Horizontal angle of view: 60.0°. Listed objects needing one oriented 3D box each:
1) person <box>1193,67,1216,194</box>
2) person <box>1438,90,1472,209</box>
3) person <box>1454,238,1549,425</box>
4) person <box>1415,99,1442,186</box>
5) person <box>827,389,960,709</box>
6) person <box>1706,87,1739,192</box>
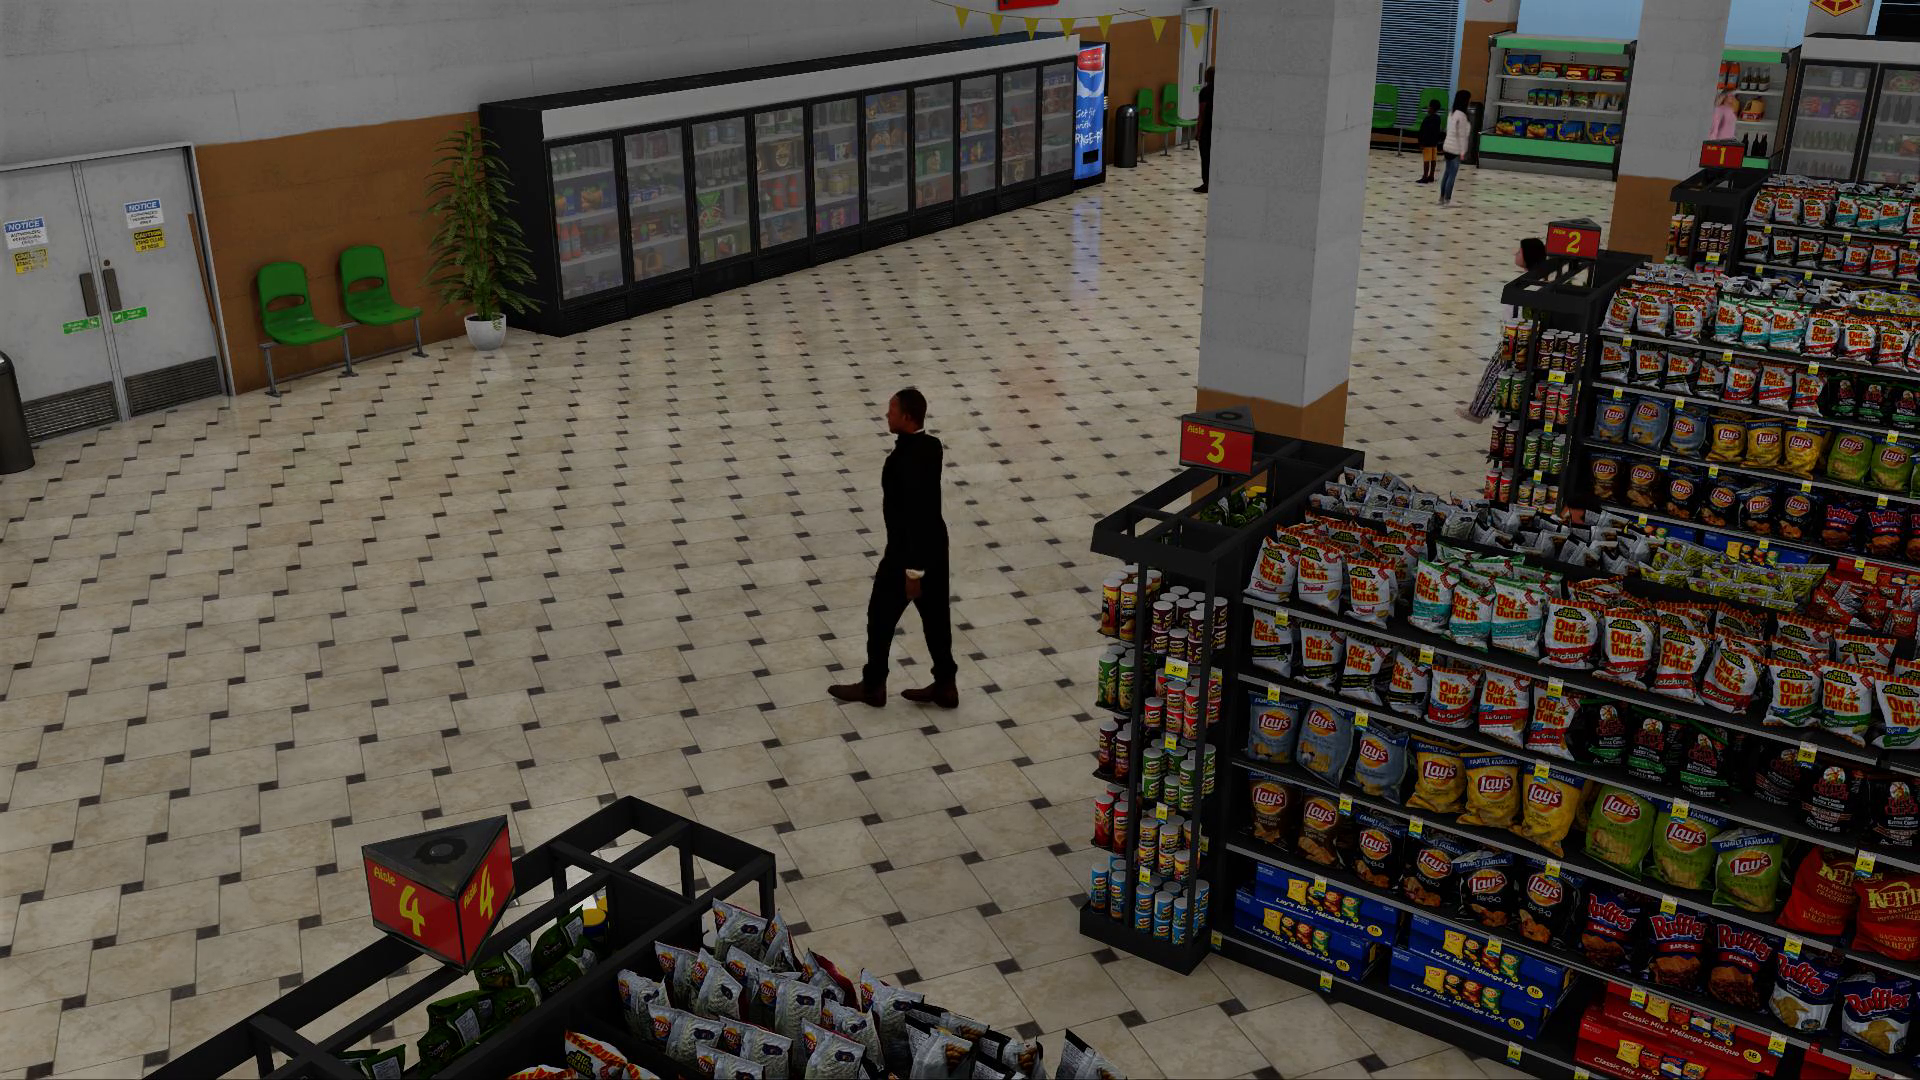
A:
[{"bbox_3d":[3.720,-6.115,24.796,0.724,1.819,0.652,-16,27,-35],"label":"person"},{"bbox_3d":[7.049,-5.580,23.711,0.757,1.636,0.695,-4,22,-11],"label":"person"},{"bbox_3d":[4.861,-1.704,14.069,1.180,1.631,0.789,10,24,24],"label":"person"},{"bbox_3d":[7.228,-6.121,25.544,0.571,1.272,0.597,-16,27,-35],"label":"person"},{"bbox_3d":[-0.158,0.092,9.264,1.099,1.882,0.943,5,22,12],"label":"person"},{"bbox_3d":[10.724,-5.591,23.682,0.652,1.677,0.656,-19,29,-39],"label":"person"}]
